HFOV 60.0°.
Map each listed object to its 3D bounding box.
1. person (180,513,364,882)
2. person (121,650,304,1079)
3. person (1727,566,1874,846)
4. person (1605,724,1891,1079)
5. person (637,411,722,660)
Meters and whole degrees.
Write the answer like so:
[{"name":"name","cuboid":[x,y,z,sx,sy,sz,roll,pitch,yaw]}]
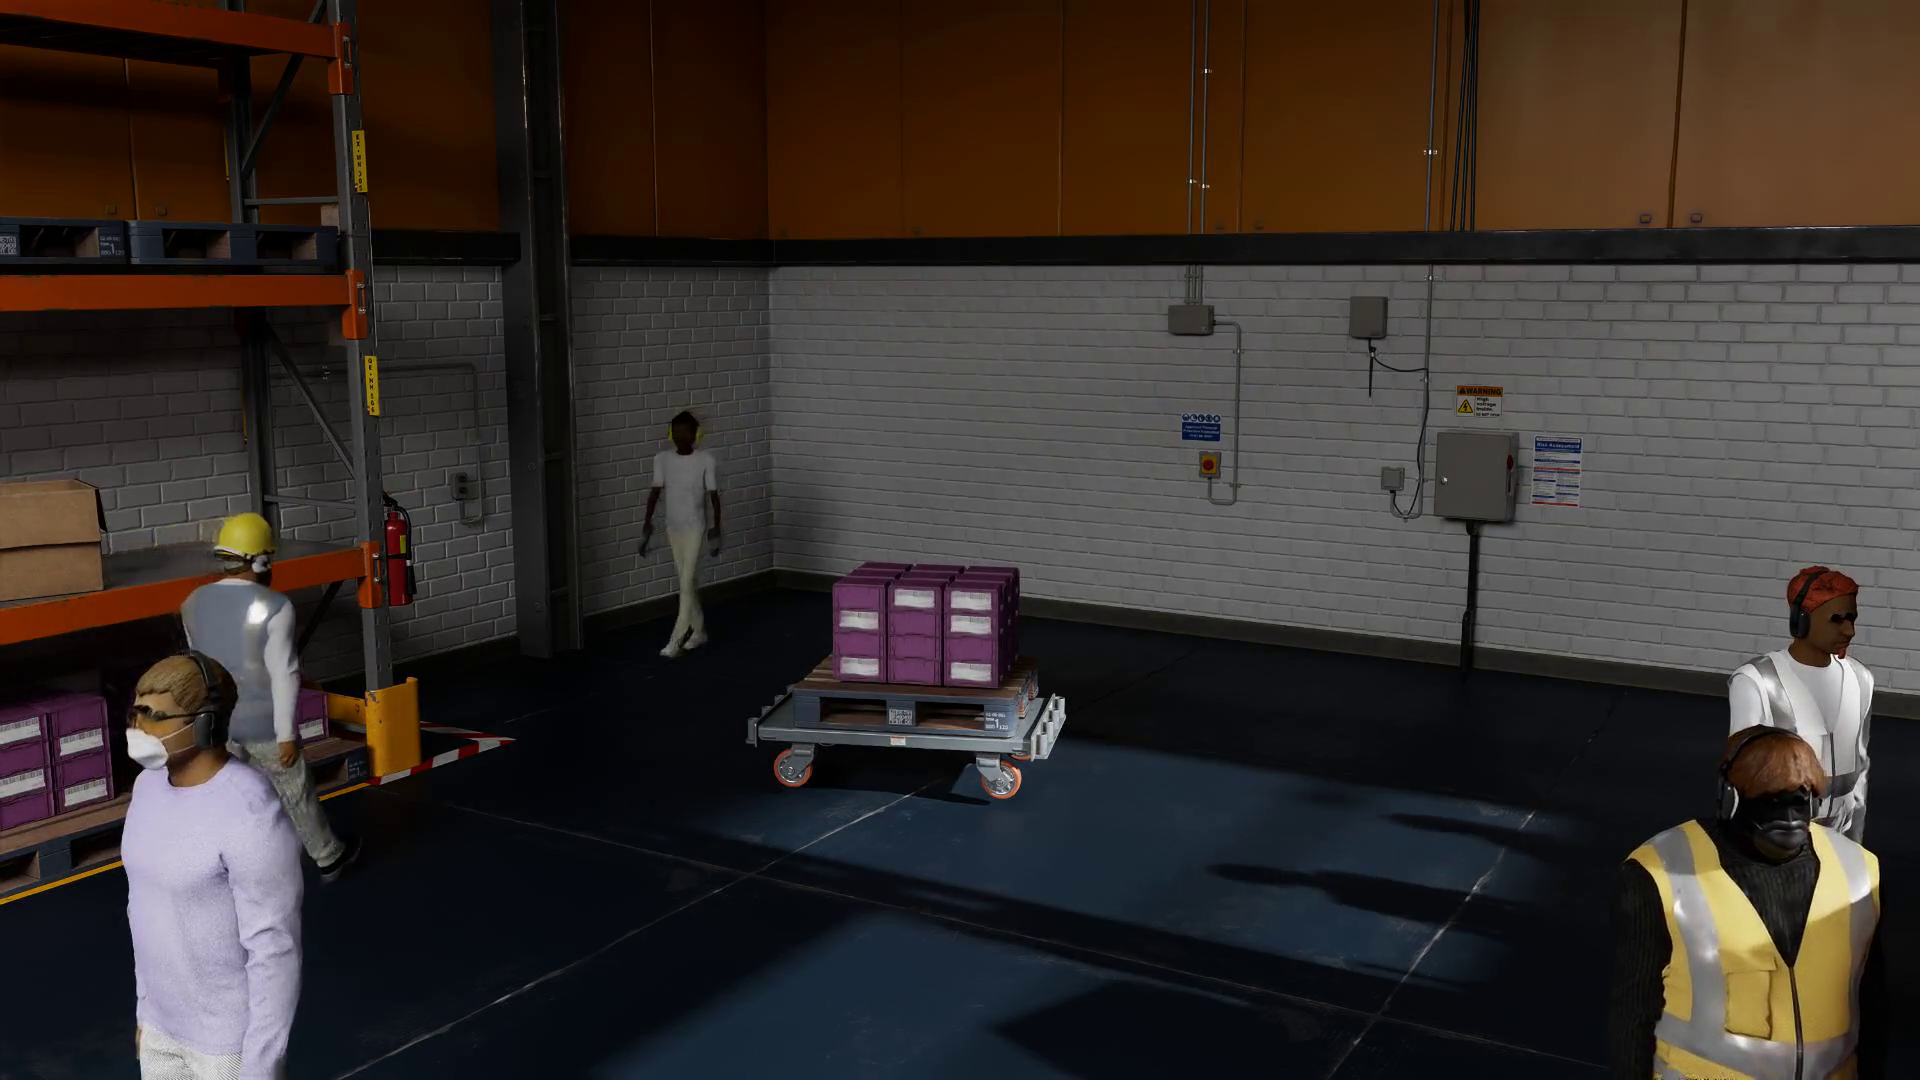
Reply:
[{"name":"person","cuboid":[-3.114,0.762,7.443,0.623,1.782,0.911,3,10,18]},{"name":"person","cuboid":[-1.853,1.221,4.117,0.631,1.940,0.372,7,11,36]},{"name":"person","cuboid":[2.813,1.015,5.613,0.569,1.878,0.351,-3,9,-17]},{"name":"person","cuboid":[1.812,1.318,3.846,0.626,1.836,0.429,0,9,-1]},{"name":"person","cuboid":[-2.086,-0.029,12.286,0.535,1.818,0.966,3,10,18]}]
